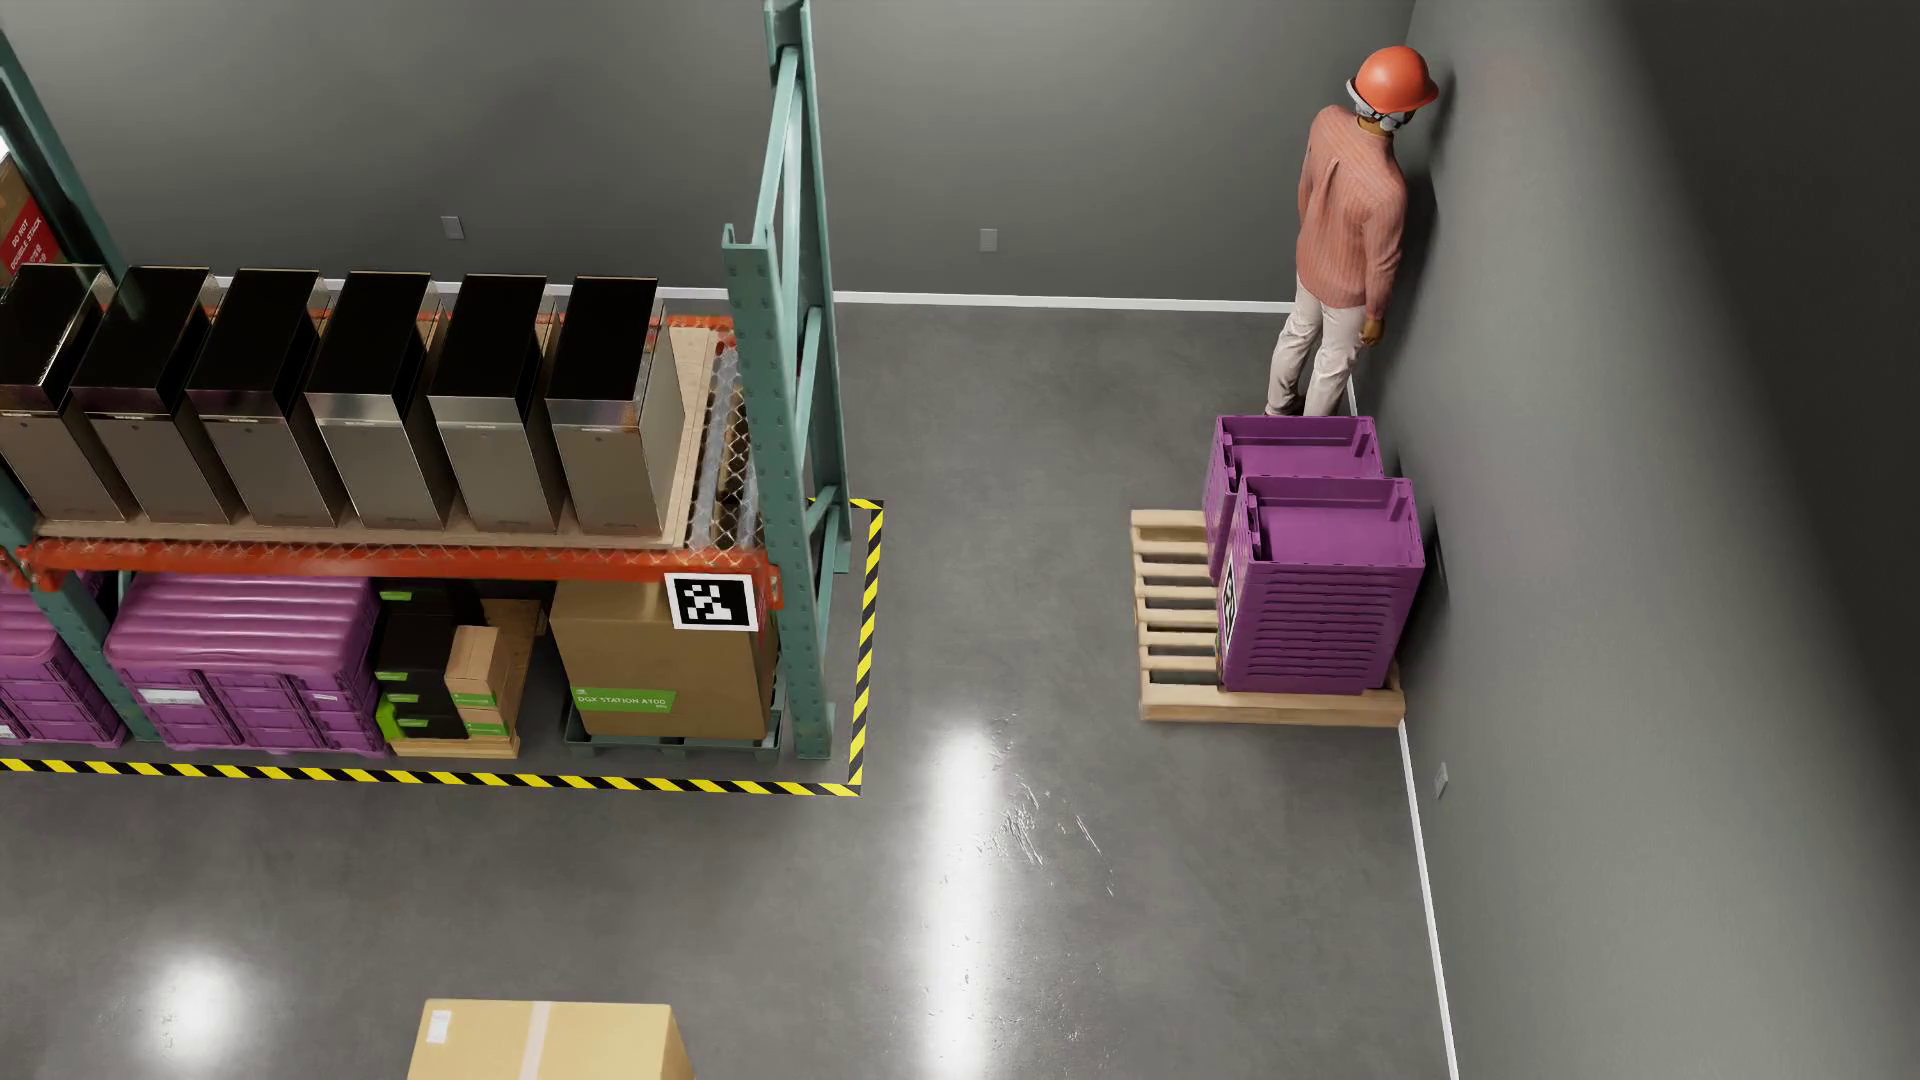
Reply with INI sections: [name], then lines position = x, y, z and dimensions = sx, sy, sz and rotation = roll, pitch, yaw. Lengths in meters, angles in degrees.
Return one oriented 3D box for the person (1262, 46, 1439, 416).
[person]
position = 1.500, -1.055, 6.488
dimensions = 0.377, 1.995, 0.608
rotation = -17, 54, -13
